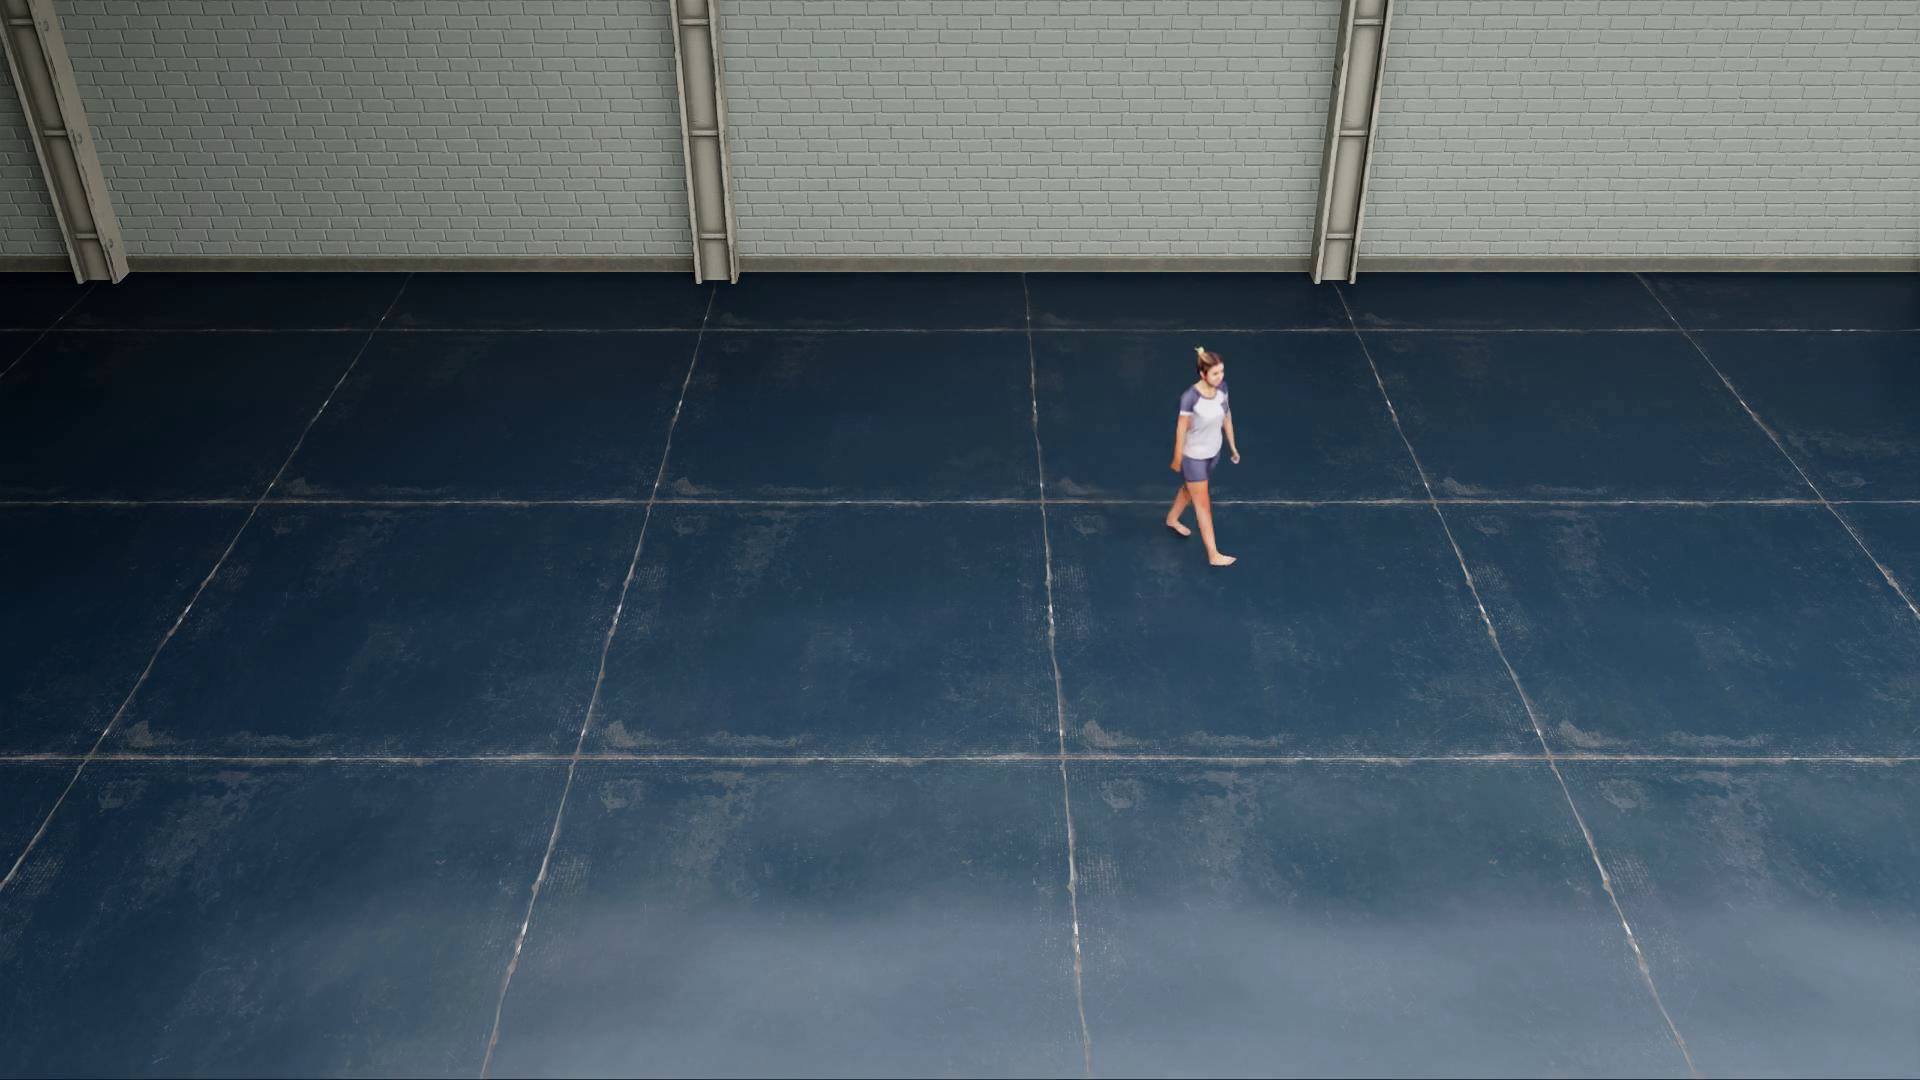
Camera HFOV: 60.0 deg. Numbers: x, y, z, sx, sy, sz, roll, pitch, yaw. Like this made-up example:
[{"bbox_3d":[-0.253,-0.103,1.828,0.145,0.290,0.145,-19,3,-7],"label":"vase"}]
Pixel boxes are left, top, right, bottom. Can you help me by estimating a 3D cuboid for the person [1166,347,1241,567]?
[{"bbox_3d":[1.652,-0.634,11.819,0.998,1.574,1.039,-27,42,-35],"label":"person"}]
